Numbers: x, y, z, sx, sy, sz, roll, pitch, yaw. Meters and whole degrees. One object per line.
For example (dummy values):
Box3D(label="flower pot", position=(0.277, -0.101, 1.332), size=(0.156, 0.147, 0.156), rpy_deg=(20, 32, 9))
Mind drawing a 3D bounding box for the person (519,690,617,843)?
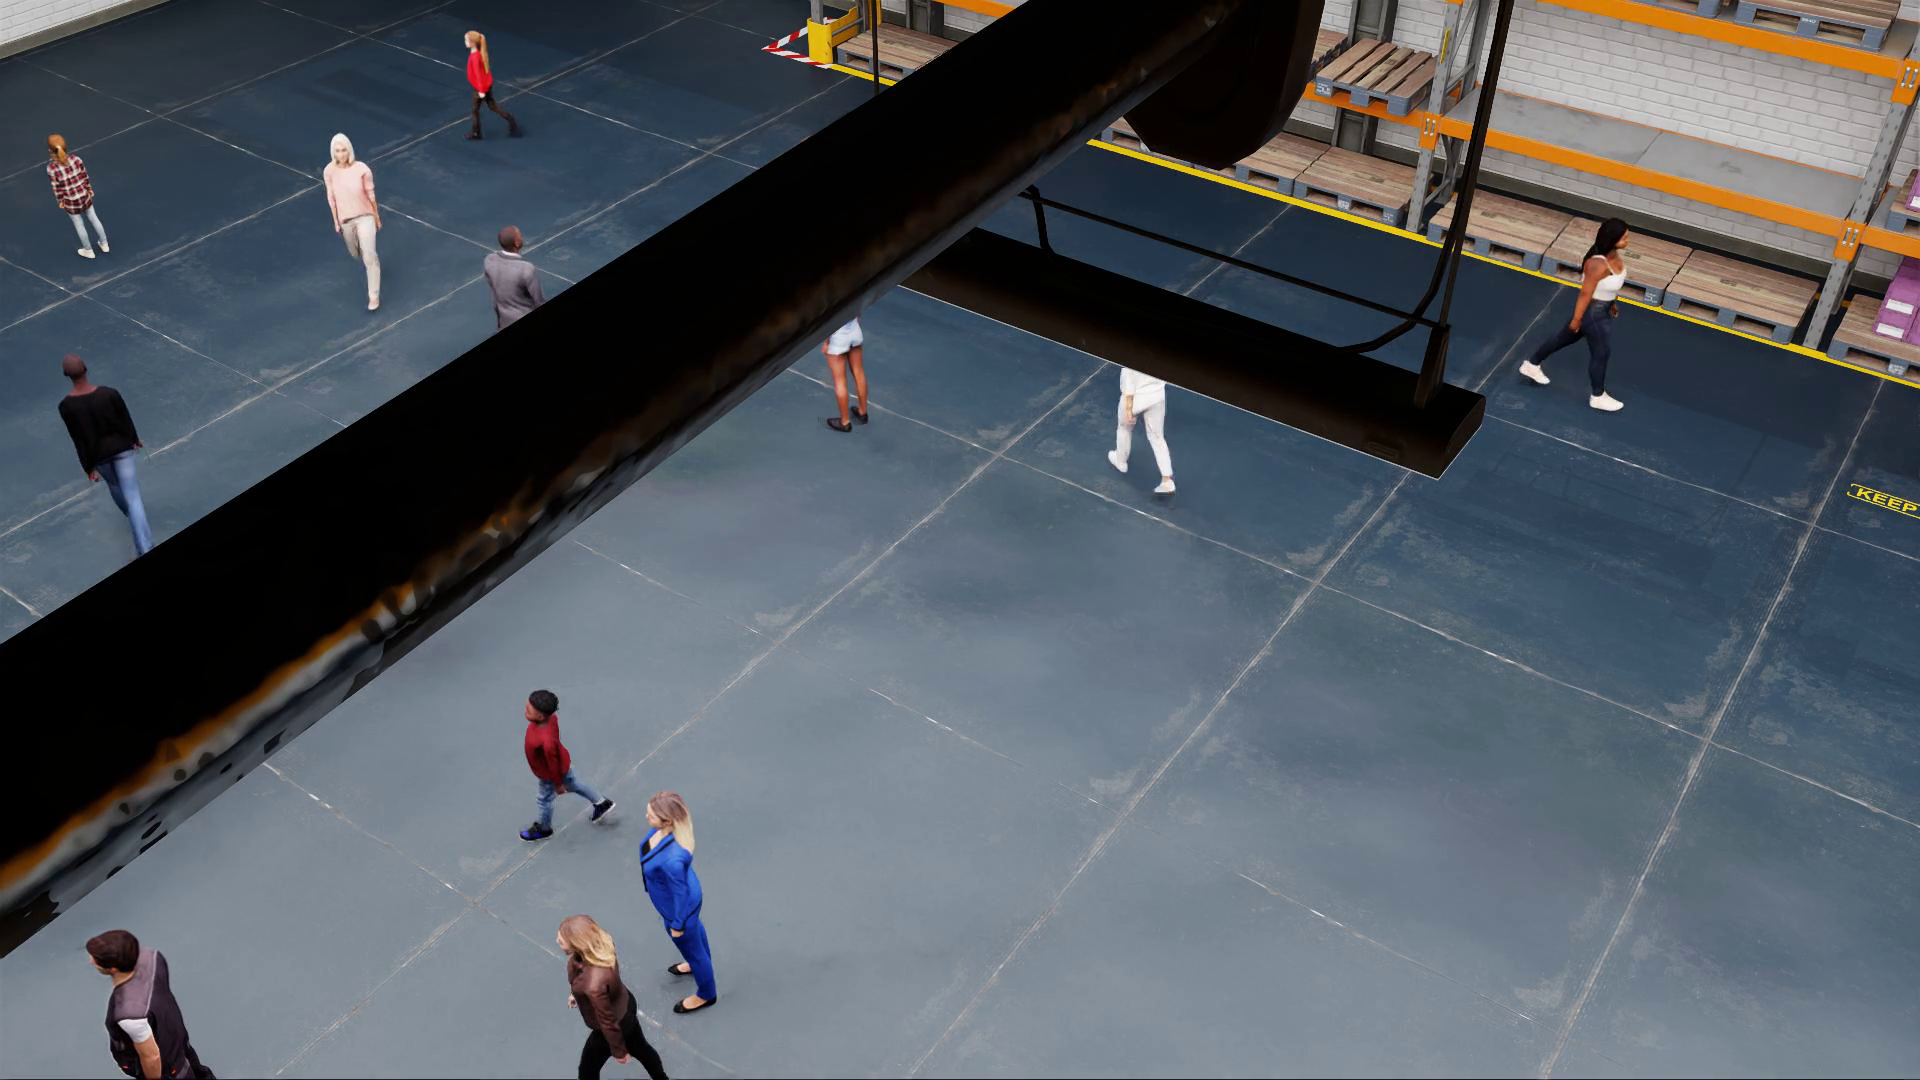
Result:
Box3D(label="person", position=(-2.546, 1.428, 10.646), size=(0.904, 1.247, 0.844), rpy_deg=(-6, 39, -7))

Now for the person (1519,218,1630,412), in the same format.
Box3D(label="person", position=(5.417, -2.018, 14.541), size=(1.210, 1.770, 0.740), rpy_deg=(18, 42, 21))

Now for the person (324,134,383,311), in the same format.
Box3D(label="person", position=(-5.784, -3.114, 15.968), size=(1.035, 1.703, 1.052), rpy_deg=(-4, 39, -5))

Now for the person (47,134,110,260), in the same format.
Box3D(label="person", position=(-8.896, -3.466, 16.726), size=(0.533, 1.306, 0.535), rpy_deg=(27, 46, 30))

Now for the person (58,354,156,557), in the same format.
Box3D(label="person", position=(-6.524, -0.608, 12.829), size=(0.991, 1.704, 1.246), rpy_deg=(-17, 42, -20))

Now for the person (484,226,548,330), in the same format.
Box3D(label="person", position=(-3.778, -1.865, 14.313), size=(0.602, 1.816, 0.825), rpy_deg=(14, 41, 17))

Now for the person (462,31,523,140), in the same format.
Box3D(label="person", position=(-5.368, -5.147, 18.869), size=(0.950, 1.260, 0.838), rpy_deg=(-2, 39, -2))

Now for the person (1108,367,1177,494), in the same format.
Box3D(label="person", position=(1.546, -1.108, 13.490), size=(0.920, 1.659, 1.137), rpy_deg=(-17, 42, -20))

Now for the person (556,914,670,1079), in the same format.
Box3D(label="person", position=(-1.776, 2.563, 8.883), size=(1.027, 1.673, 0.933), rpy_deg=(-2, 39, -2))

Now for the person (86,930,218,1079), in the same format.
Box3D(label="person", position=(-4.142, 2.643, 8.642), size=(0.802, 1.849, 0.723), rpy_deg=(-9, 40, -11))

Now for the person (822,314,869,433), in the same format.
Box3D(label="person", position=(-0.990, -1.717, 14.185), size=(0.628, 1.743, 0.575), rpy_deg=(-31, 48, -33))

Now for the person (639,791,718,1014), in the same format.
Box3D(label="person", position=(-1.592, 2.045, 9.509), size=(0.762, 1.701, 0.689), rpy_deg=(-8, 39, -10))
